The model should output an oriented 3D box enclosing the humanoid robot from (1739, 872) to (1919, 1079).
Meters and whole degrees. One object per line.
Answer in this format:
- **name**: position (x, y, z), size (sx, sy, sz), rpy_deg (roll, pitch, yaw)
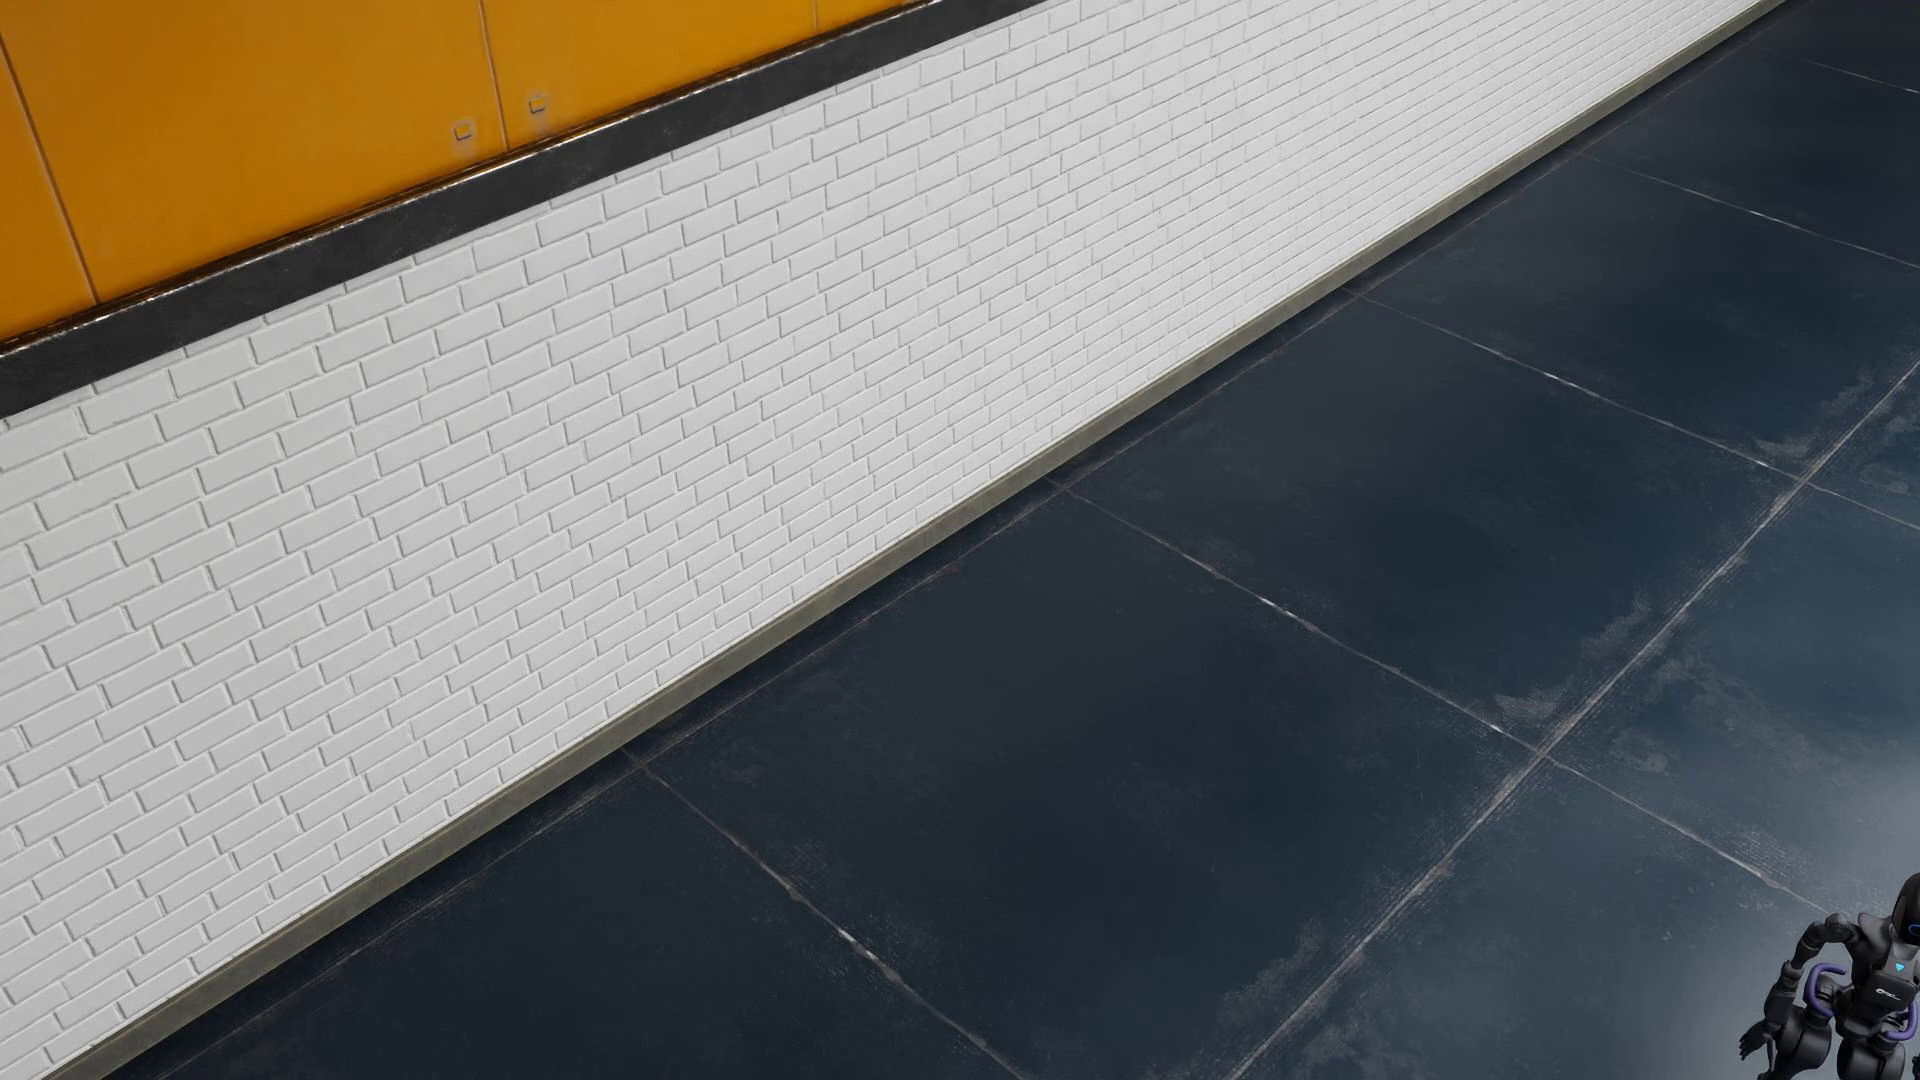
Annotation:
- **humanoid robot**: position (3.020, 1.701, 5.654), size (0.599, 1.657, 0.315), rpy_deg (17, 42, 20)
